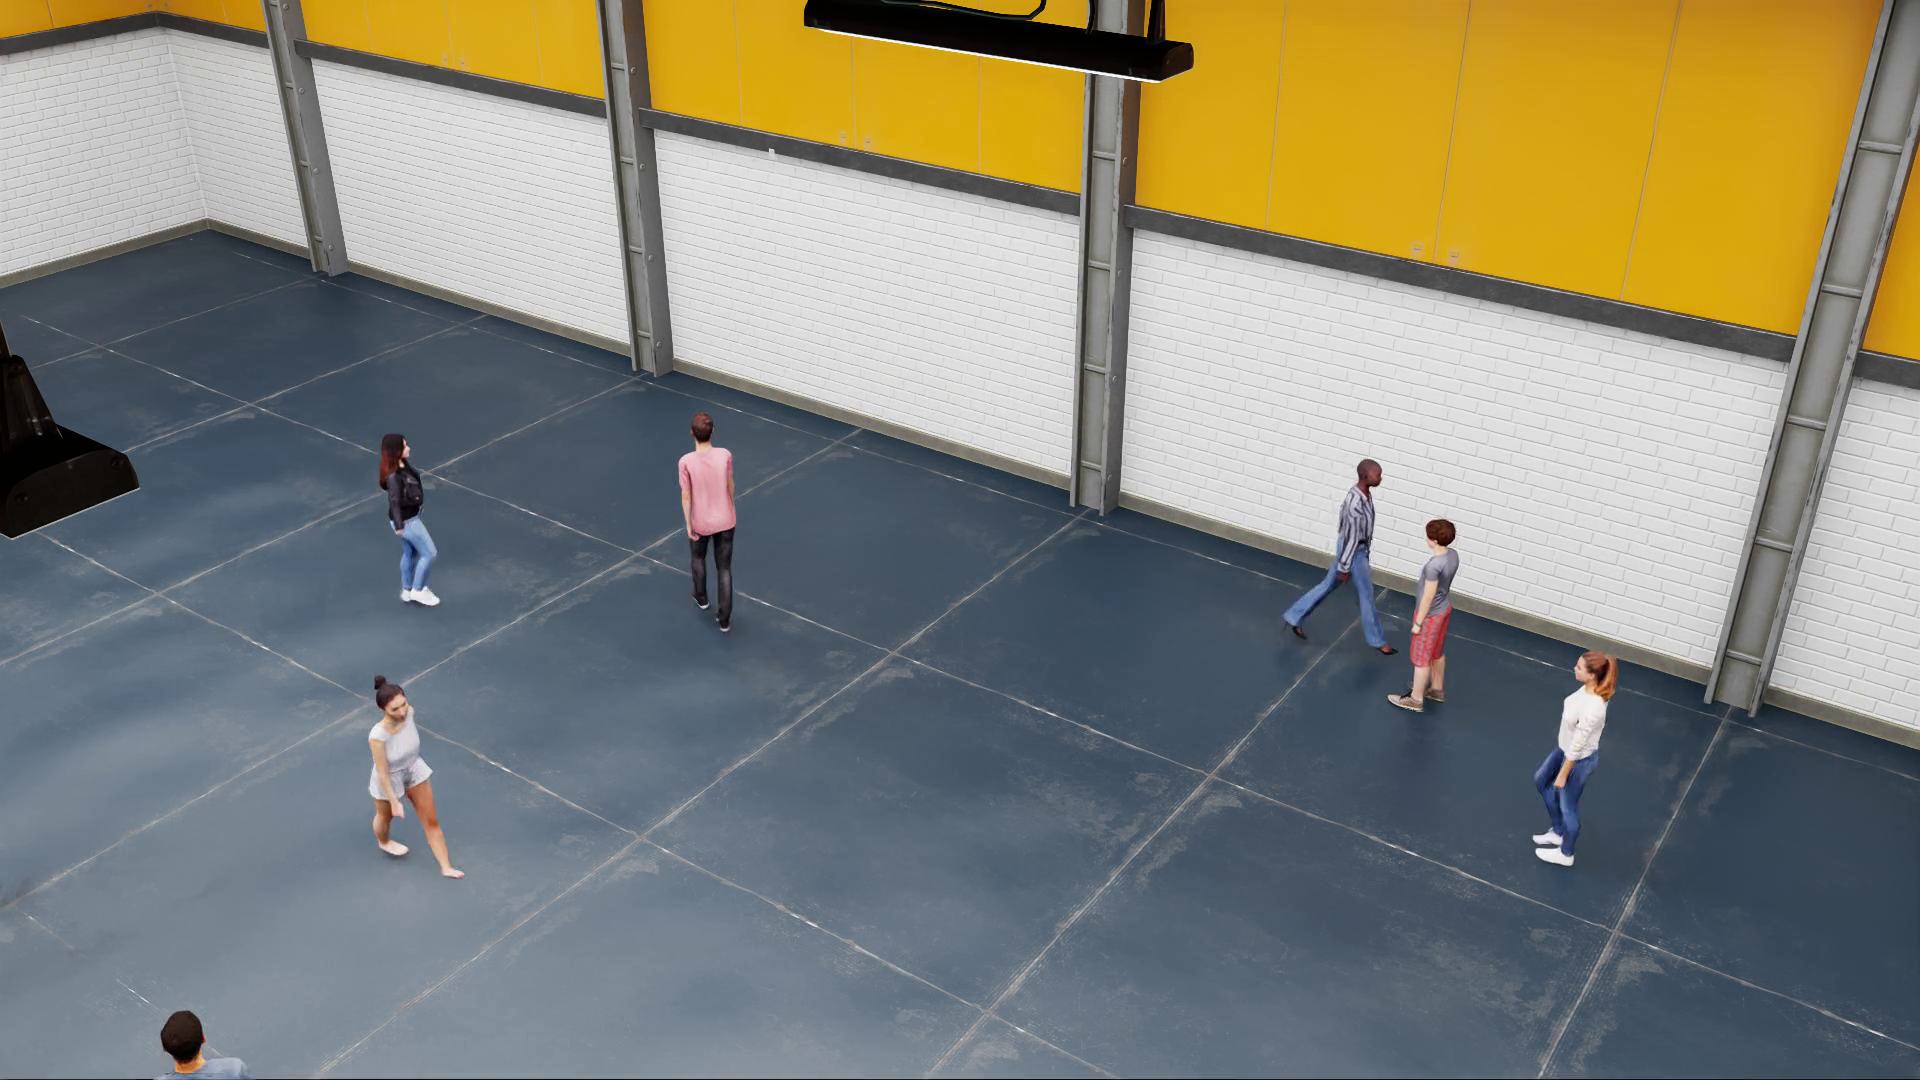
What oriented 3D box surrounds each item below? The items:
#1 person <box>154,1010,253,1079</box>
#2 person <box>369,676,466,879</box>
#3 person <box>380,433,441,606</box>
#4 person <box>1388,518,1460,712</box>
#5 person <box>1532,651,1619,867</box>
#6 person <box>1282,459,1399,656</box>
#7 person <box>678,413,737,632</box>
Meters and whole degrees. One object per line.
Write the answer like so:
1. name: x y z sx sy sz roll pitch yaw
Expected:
1. person: -3.664 3.120 8.211 0.902 1.786 1.072 -17 33 -28
2. person: -3.844 1.582 11.258 1.063 1.570 0.594 14 31 24
3. person: -4.870 -0.166 14.406 0.811 1.623 0.734 -8 30 -14
4. person: 3.701 0.572 13.010 0.616 1.664 0.606 23 36 36
5. person: 4.254 1.503 11.251 0.681 1.714 0.687 11 30 19
6. person: 3.115 0.144 13.717 1.291 1.739 0.935 8 30 14
7. person: -2.069 -0.112 13.982 0.955 1.935 1.054 -8 30 -14
